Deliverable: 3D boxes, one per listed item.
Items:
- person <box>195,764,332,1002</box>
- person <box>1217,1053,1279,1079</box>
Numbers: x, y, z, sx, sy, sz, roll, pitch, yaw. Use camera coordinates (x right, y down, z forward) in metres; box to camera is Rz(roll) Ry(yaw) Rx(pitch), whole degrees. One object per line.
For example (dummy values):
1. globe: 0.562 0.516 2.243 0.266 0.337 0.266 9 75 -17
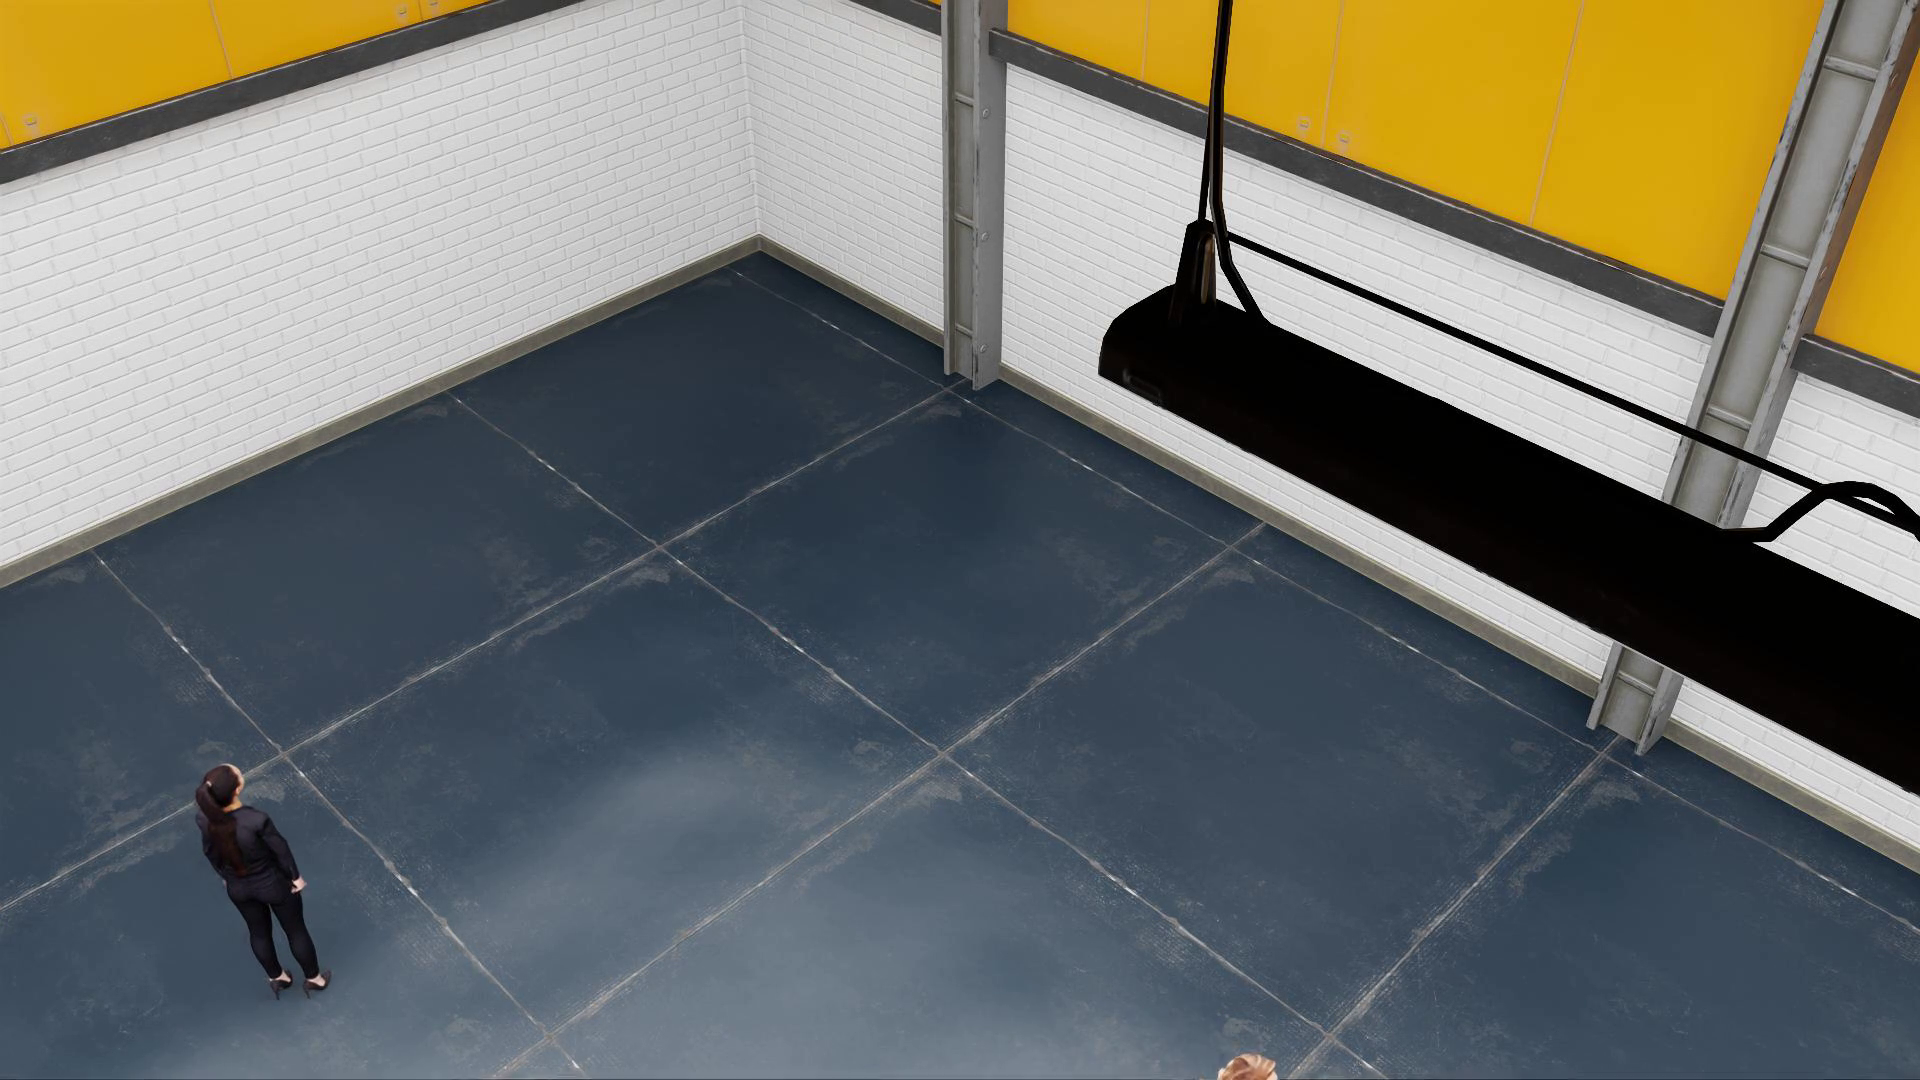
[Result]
1. person: -3.688 1.813 8.775 0.622 1.711 0.700 3 39 3
2. person: 1.156 2.817 7.547 1.222 1.672 0.927 15 41 18
